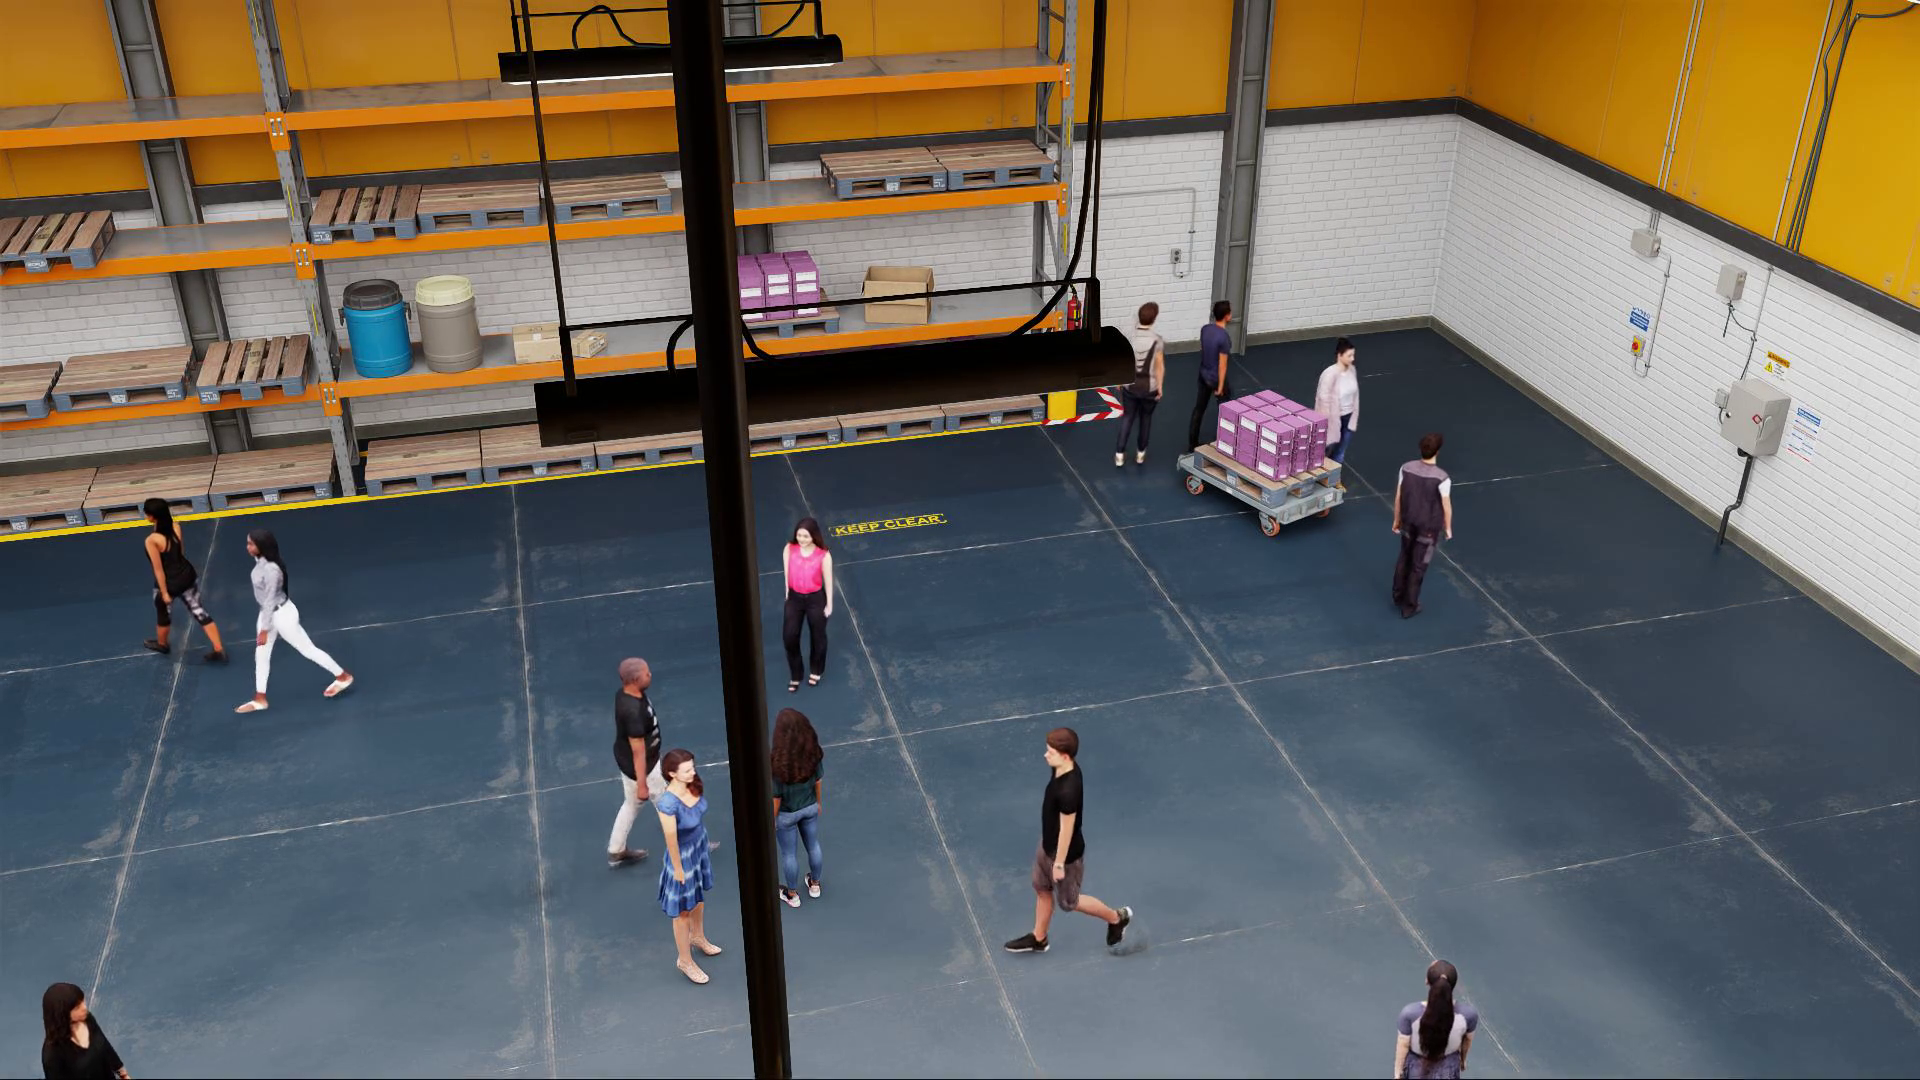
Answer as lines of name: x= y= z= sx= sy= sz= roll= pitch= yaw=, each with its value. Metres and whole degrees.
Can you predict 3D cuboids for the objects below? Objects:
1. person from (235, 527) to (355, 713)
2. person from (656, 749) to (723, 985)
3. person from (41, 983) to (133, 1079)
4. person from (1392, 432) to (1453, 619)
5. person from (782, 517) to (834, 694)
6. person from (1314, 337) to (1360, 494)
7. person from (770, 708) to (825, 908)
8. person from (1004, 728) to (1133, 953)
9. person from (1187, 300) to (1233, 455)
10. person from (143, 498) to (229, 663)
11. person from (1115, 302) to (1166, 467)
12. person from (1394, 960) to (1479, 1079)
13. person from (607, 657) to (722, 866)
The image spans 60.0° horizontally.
person: x=-5.630 y=0.665 z=14.017 sx=1.270 sy=1.680 sz=0.878 roll=-17 pitch=33 yaw=-29
person: x=-1.816 y=2.158 z=11.148 sx=0.736 sy=1.806 sz=0.751 roll=6 pitch=29 yaw=11
person: x=-5.043 y=3.169 z=9.476 sx=0.754 sy=1.632 sz=0.697 roll=2 pitch=29 yaw=4
person: x=4.194 y=-0.114 z=15.277 sx=0.785 sy=1.842 sz=0.810 roll=25 pitch=37 yaw=38
person: x=-1.295 y=0.515 z=14.327 sx=0.727 sy=1.645 sz=0.792 roll=5 pitch=29 yaw=9
person: x=3.916 y=-1.343 z=17.646 sx=0.938 sy=1.730 sz=0.937 roll=-20 pitch=35 yaw=-32
person: x=-1.168 y=1.896 z=11.826 sx=0.624 sy=1.616 sz=0.731 roll=-16 pitch=33 yaw=-27
person: x=0.777 y=2.074 z=11.266 sx=1.144 sy=1.841 sz=0.749 roll=-3 pitch=29 yaw=-6
person: x=2.720 y=-1.769 z=18.396 sx=1.039 sy=1.759 sz=0.841 roll=-18 pitch=34 yaw=-30
person: x=-6.812 y=0.382 z=14.598 sx=1.158 sy=1.621 sz=0.974 roll=8 pitch=30 yaw=15
person: x=1.969 y=-1.635 z=18.047 sx=0.798 sy=1.859 sz=0.877 roll=5 pitch=29 yaw=10
person: x=2.718 y=3.136 z=9.553 sx=1.053 sy=1.616 sz=0.949 roll=5 pitch=29 yaw=10
person: x=-2.402 y=1.657 z=12.101 sx=1.070 sy=1.773 sz=0.740 roll=-10 pitch=30 yaw=-17
